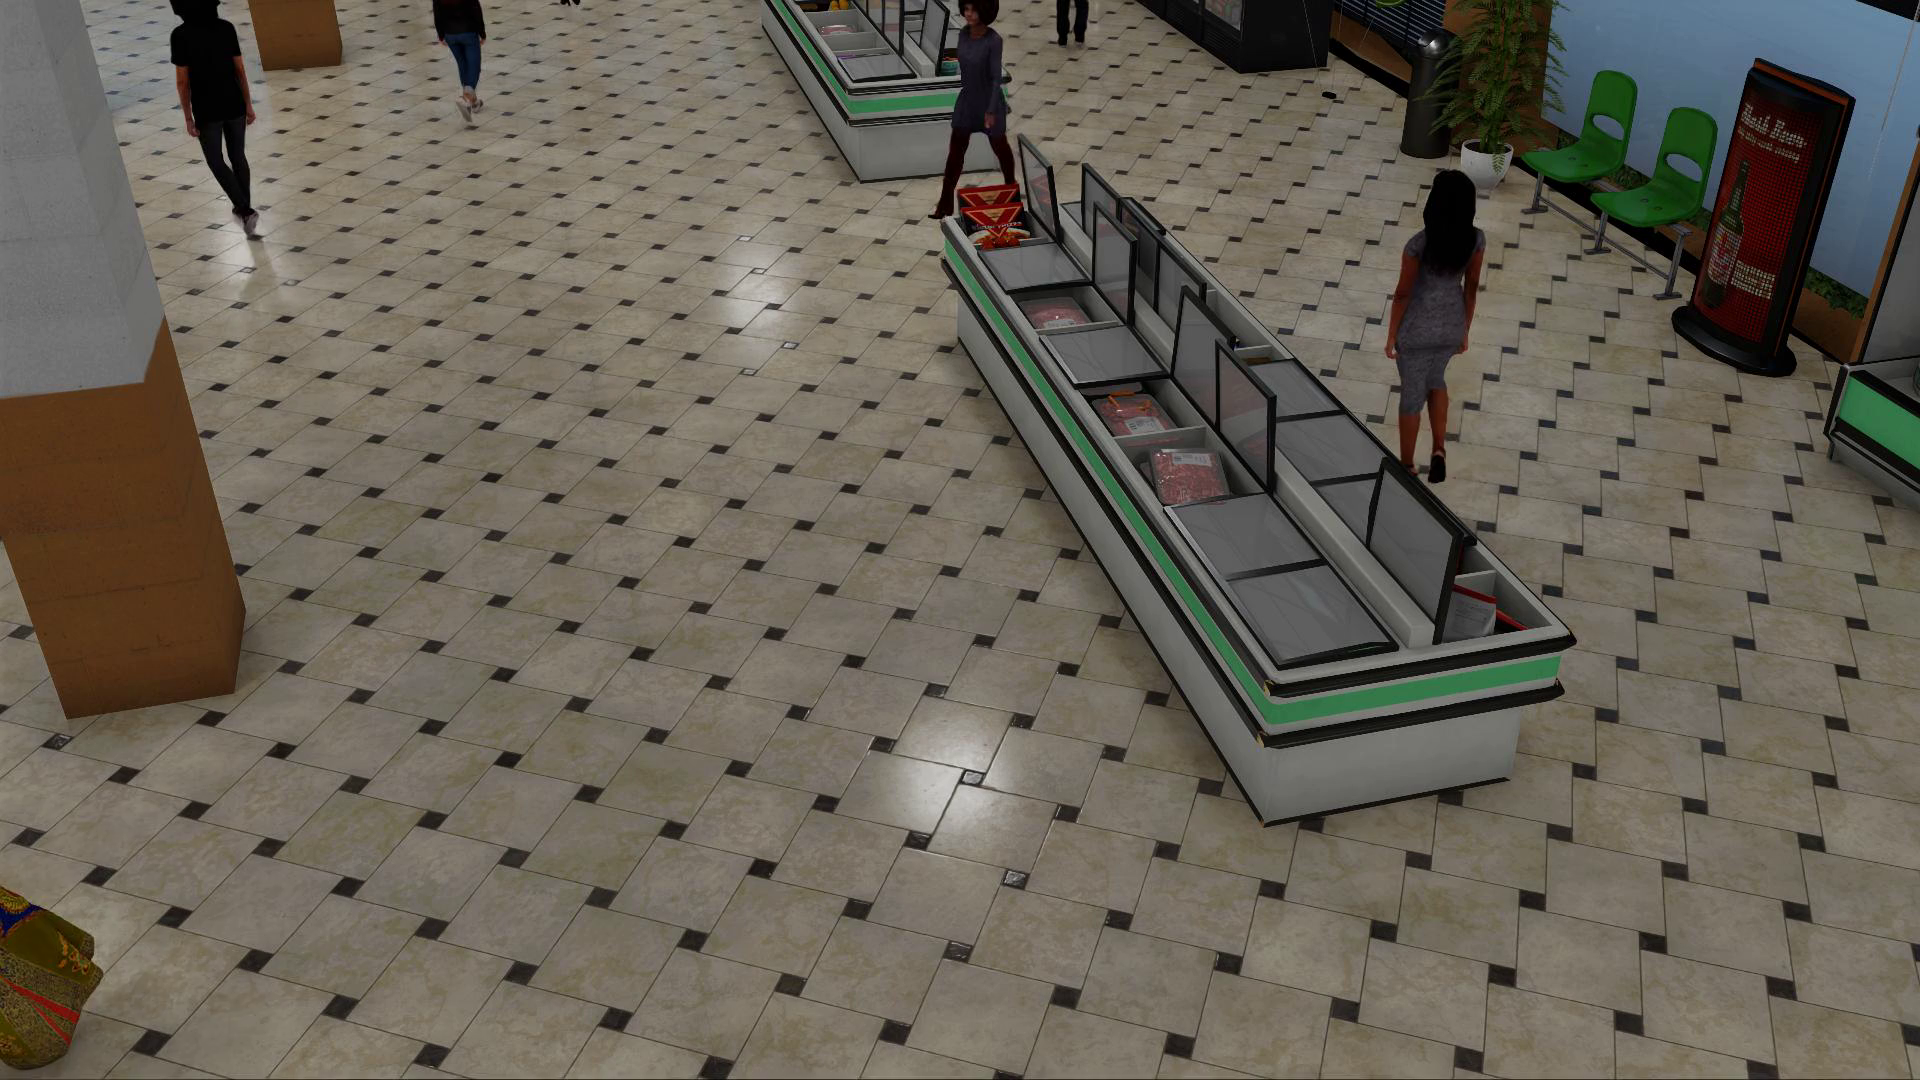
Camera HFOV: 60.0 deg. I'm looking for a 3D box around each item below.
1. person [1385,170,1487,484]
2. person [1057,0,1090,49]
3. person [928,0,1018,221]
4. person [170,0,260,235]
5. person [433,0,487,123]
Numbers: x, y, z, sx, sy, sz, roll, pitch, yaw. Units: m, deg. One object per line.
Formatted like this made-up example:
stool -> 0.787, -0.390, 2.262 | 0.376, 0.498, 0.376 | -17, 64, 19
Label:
person -> 2.442, -0.998, 8.495 | 0.616, 1.774, 0.711 | -5, 32, -8
person -> 1.087, -5.476, 15.997 | 0.675, 1.452, 0.659 | 3, 32, 5
person -> 0.215, -3.143, 12.047 | 1.105, 1.663, 1.057 | 24, 39, 33
person -> -5.233, -3.054, 11.762 | 0.899, 1.813, 1.063 | -25, 40, -35
person -> -4.239, -4.281, 14.061 | 0.753, 1.467, 0.966 | 2, 32, 3
